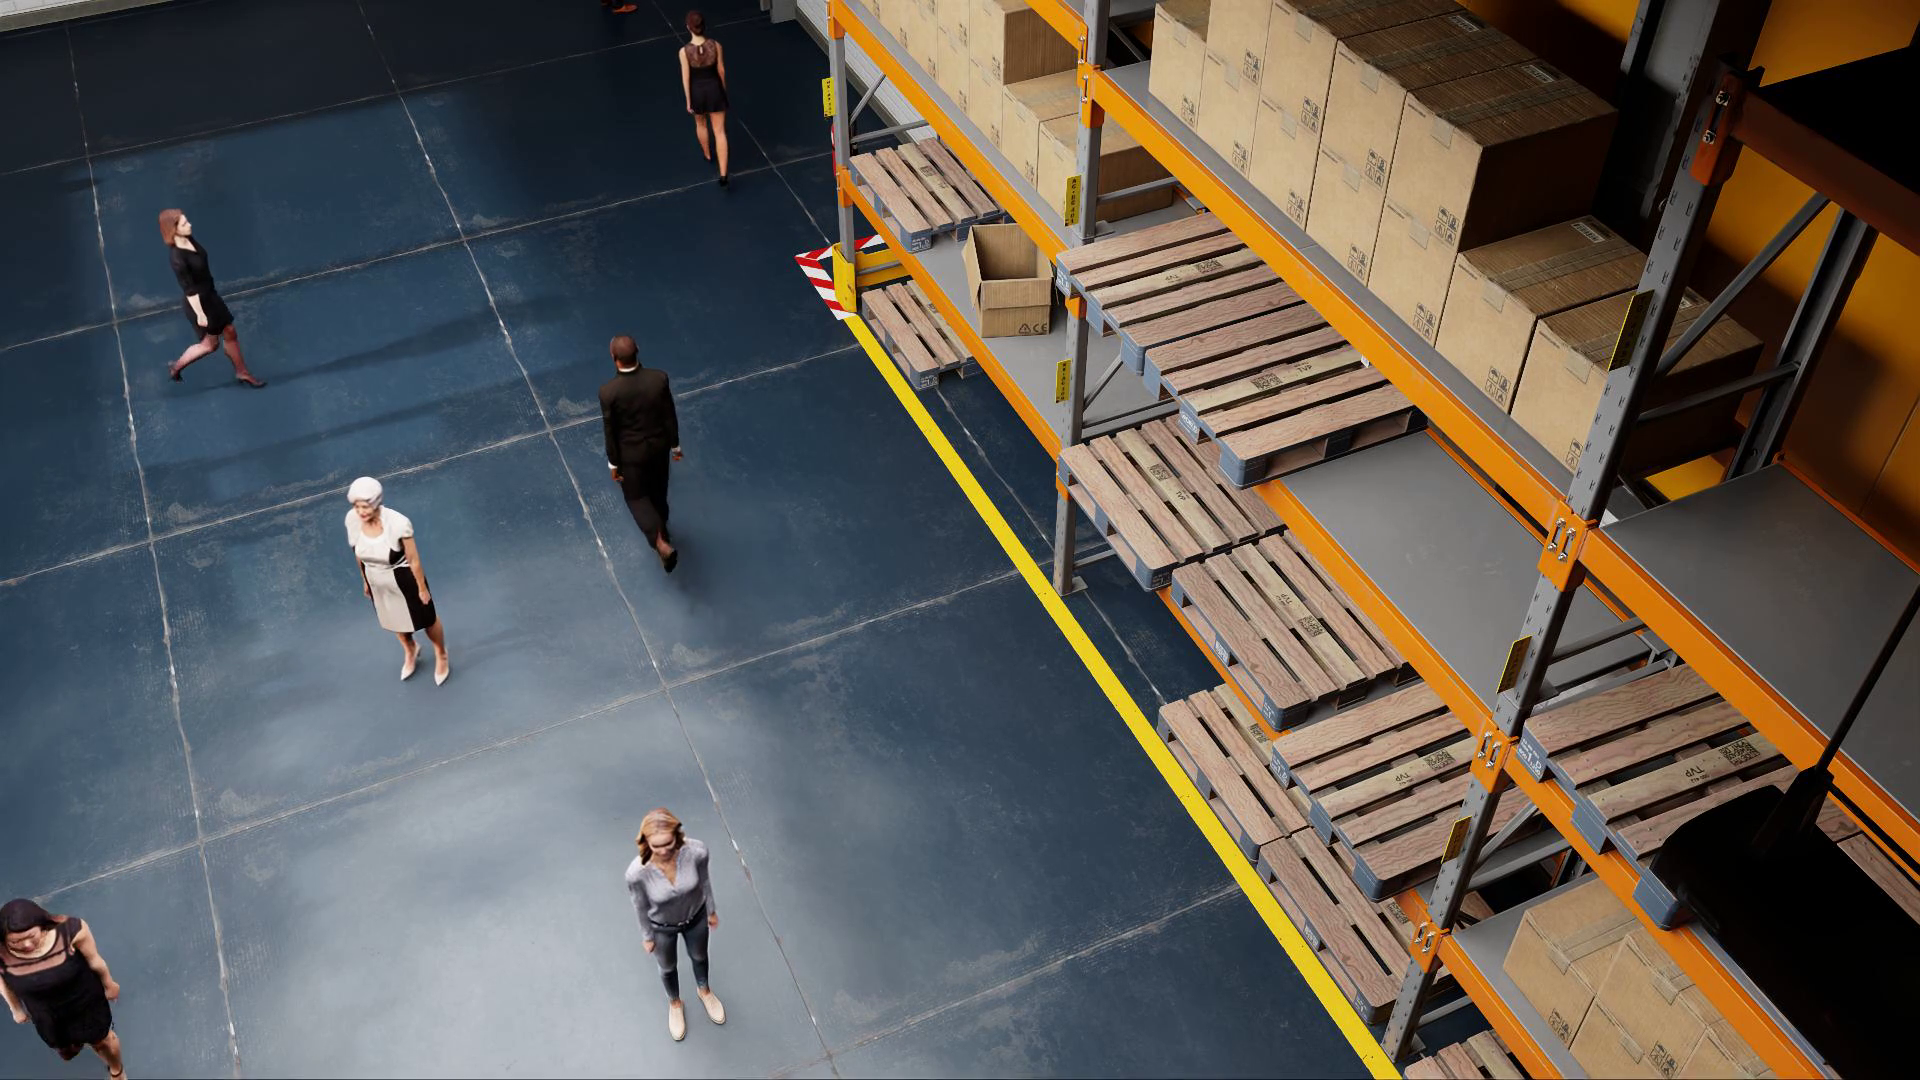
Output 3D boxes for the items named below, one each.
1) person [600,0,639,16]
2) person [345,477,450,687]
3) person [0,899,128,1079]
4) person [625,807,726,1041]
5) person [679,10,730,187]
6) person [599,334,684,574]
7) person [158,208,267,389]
[{"bbox_3d":[-3.857,-6.577,17.892,0.791,1.800,0.614,-30,51,-28],"label":"person"},{"bbox_3d":[-3.636,0.259,10.753,0.689,1.751,0.718,8,44,8],"label":"person"},{"bbox_3d":[-4.633,2.324,8.622,0.687,1.700,0.779,-15,46,-16],"label":"person"},{"bbox_3d":[-1.511,2.024,8.867,0.580,1.796,0.499,-18,46,-18],"label":"person"},{"bbox_3d":[-2.322,-4.063,15.368,0.724,1.644,1.127,-9,44,-9],"label":"person"},{"bbox_3d":[-2.159,-0.570,11.528,0.714,1.882,1.089,-20,47,-20],"label":"person"},{"bbox_3d":[-6.000,-1.827,12.992,0.822,1.683,0.955,-6,44,-7],"label":"person"}]
